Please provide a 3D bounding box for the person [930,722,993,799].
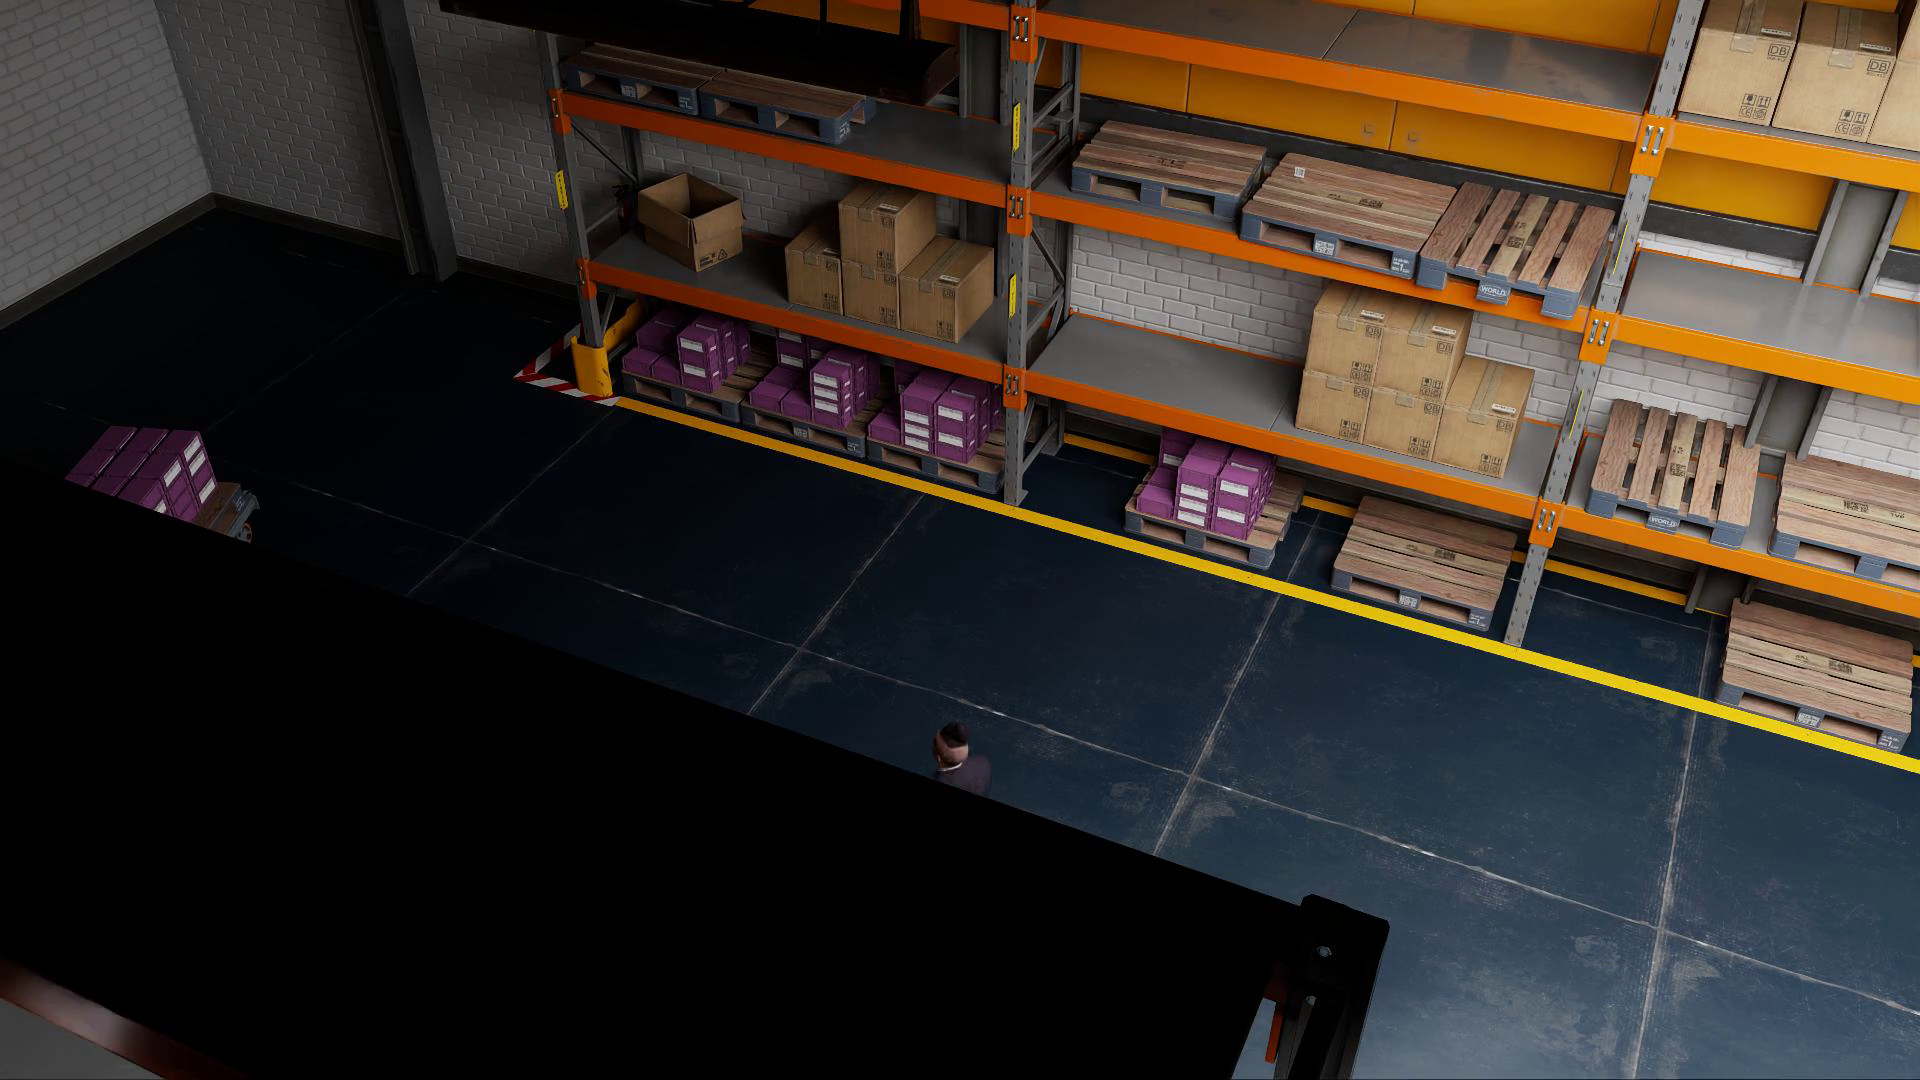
[{"bbox_3d":[0.045,1.801,9.344,1.047,1.903,1.294,-26,45,-29],"label":"person"}]
